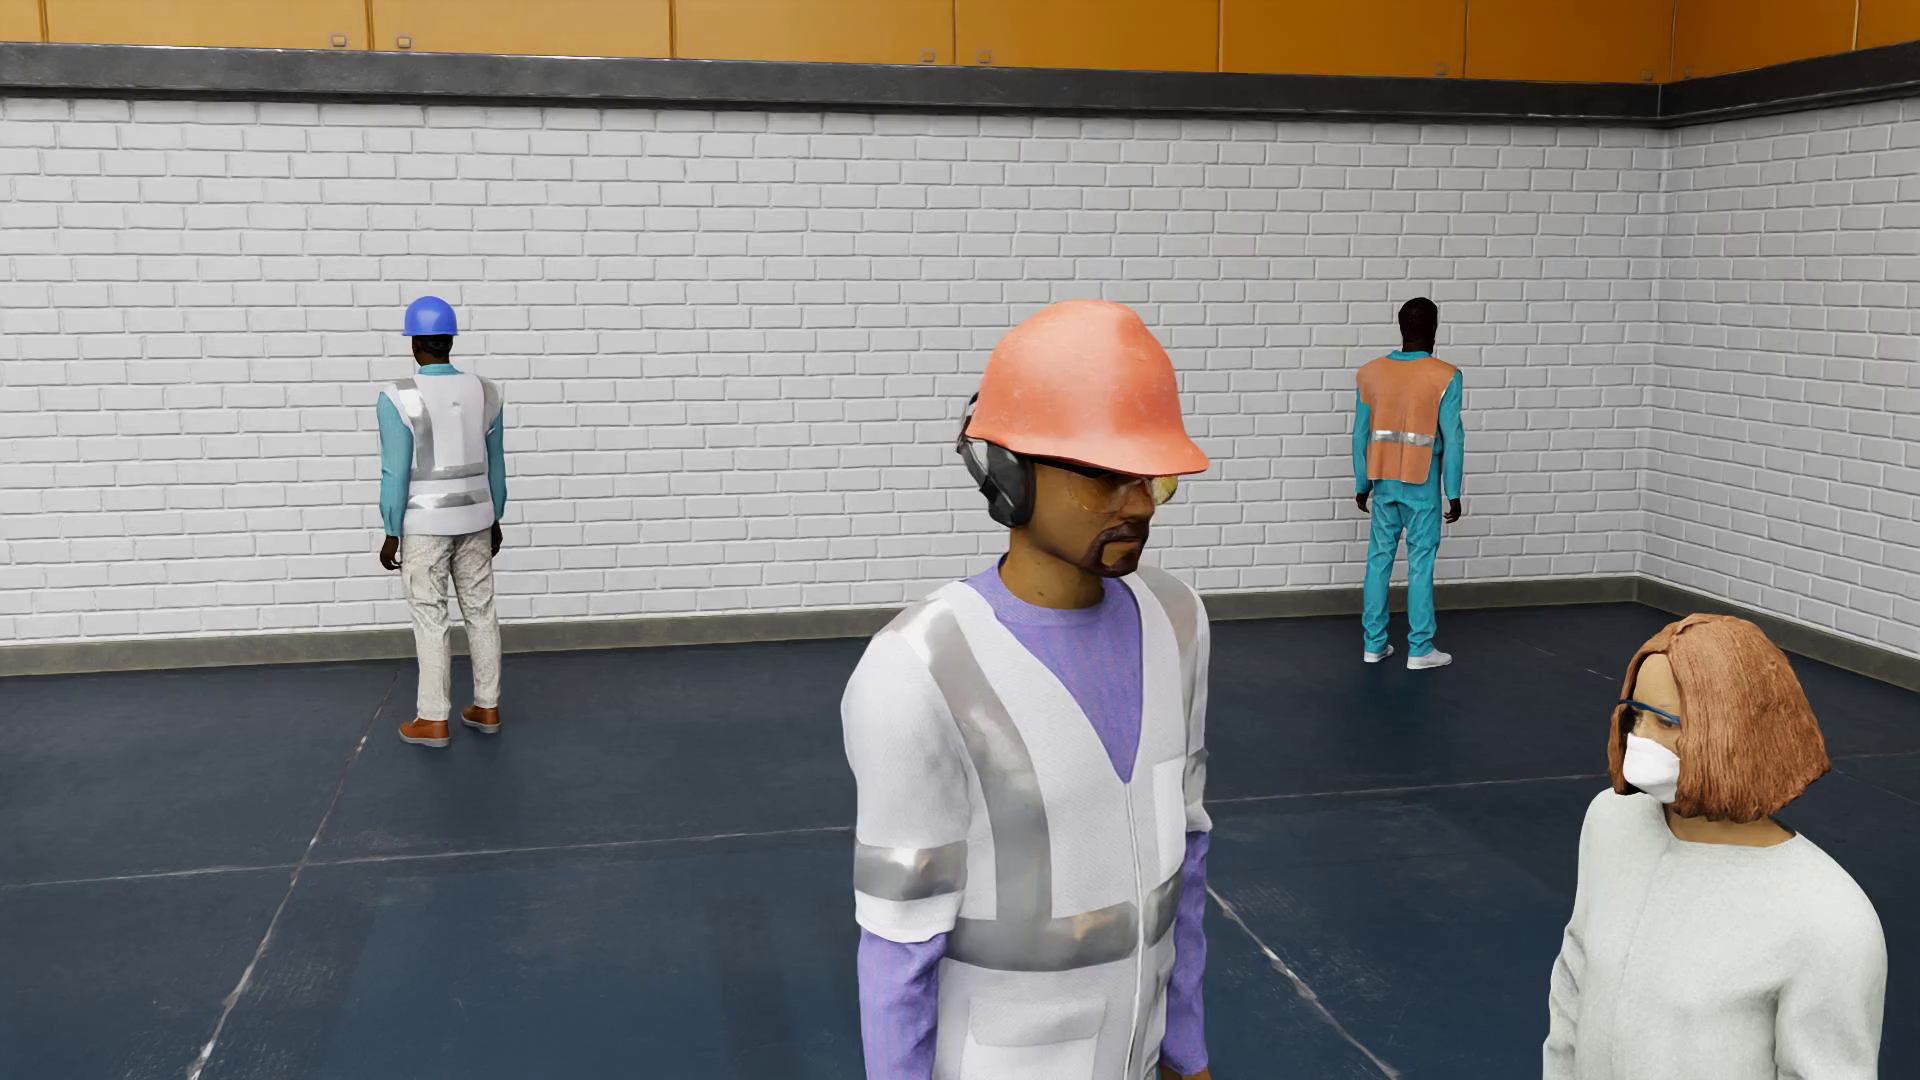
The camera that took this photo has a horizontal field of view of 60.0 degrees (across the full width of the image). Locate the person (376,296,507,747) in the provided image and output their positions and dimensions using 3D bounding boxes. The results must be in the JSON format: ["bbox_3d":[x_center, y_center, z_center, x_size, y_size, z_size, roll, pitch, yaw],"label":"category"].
[{"bbox_3d":[-2.249,-0.080,7.244,0.389,1.947,0.614,7,12,38],"label":"person"}]

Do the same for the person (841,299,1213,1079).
[{"bbox_3d":[0.134,0.706,2.218,0.601,2.035,0.411,-9,13,-43],"label":"person"}]

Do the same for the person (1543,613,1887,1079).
[{"bbox_3d":[0.956,0.900,2.229,0.278,1.634,0.498,-3,10,-20],"label":"person"}]

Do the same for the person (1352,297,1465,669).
[{"bbox_3d":[2.312,-0.291,8.625,0.597,1.916,0.372,8,12,41],"label":"person"}]
